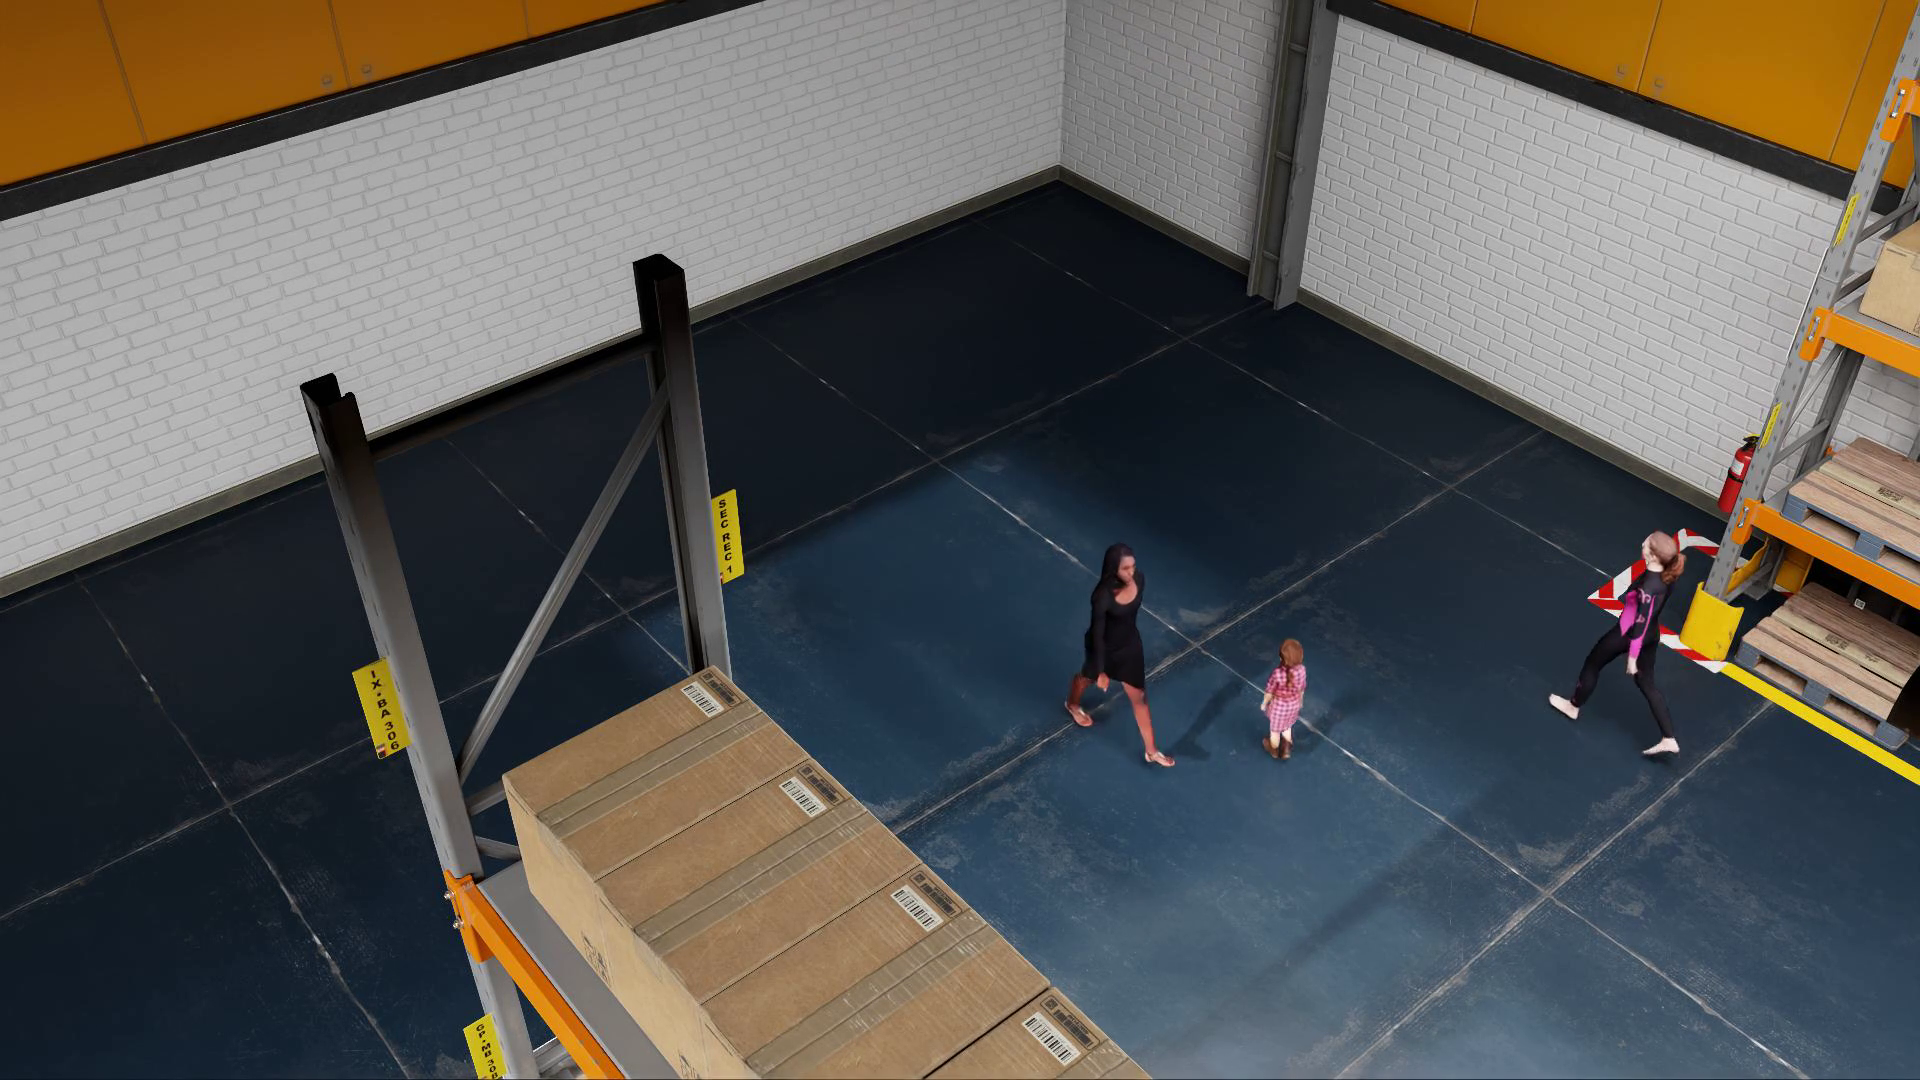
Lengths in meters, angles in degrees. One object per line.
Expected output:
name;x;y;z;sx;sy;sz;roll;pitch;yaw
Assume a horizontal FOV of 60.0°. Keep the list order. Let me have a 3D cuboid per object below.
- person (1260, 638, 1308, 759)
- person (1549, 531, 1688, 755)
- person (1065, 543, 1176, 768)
person;2.141;1.080;10.915;0.505;1.018;0.565;-12;40;-15
person;4.475;0.697;10.837;0.537;1.714;1.119;-27;46;-30
person;0.929;0.687;10.887;0.621;1.667;1.162;-28;46;-30
